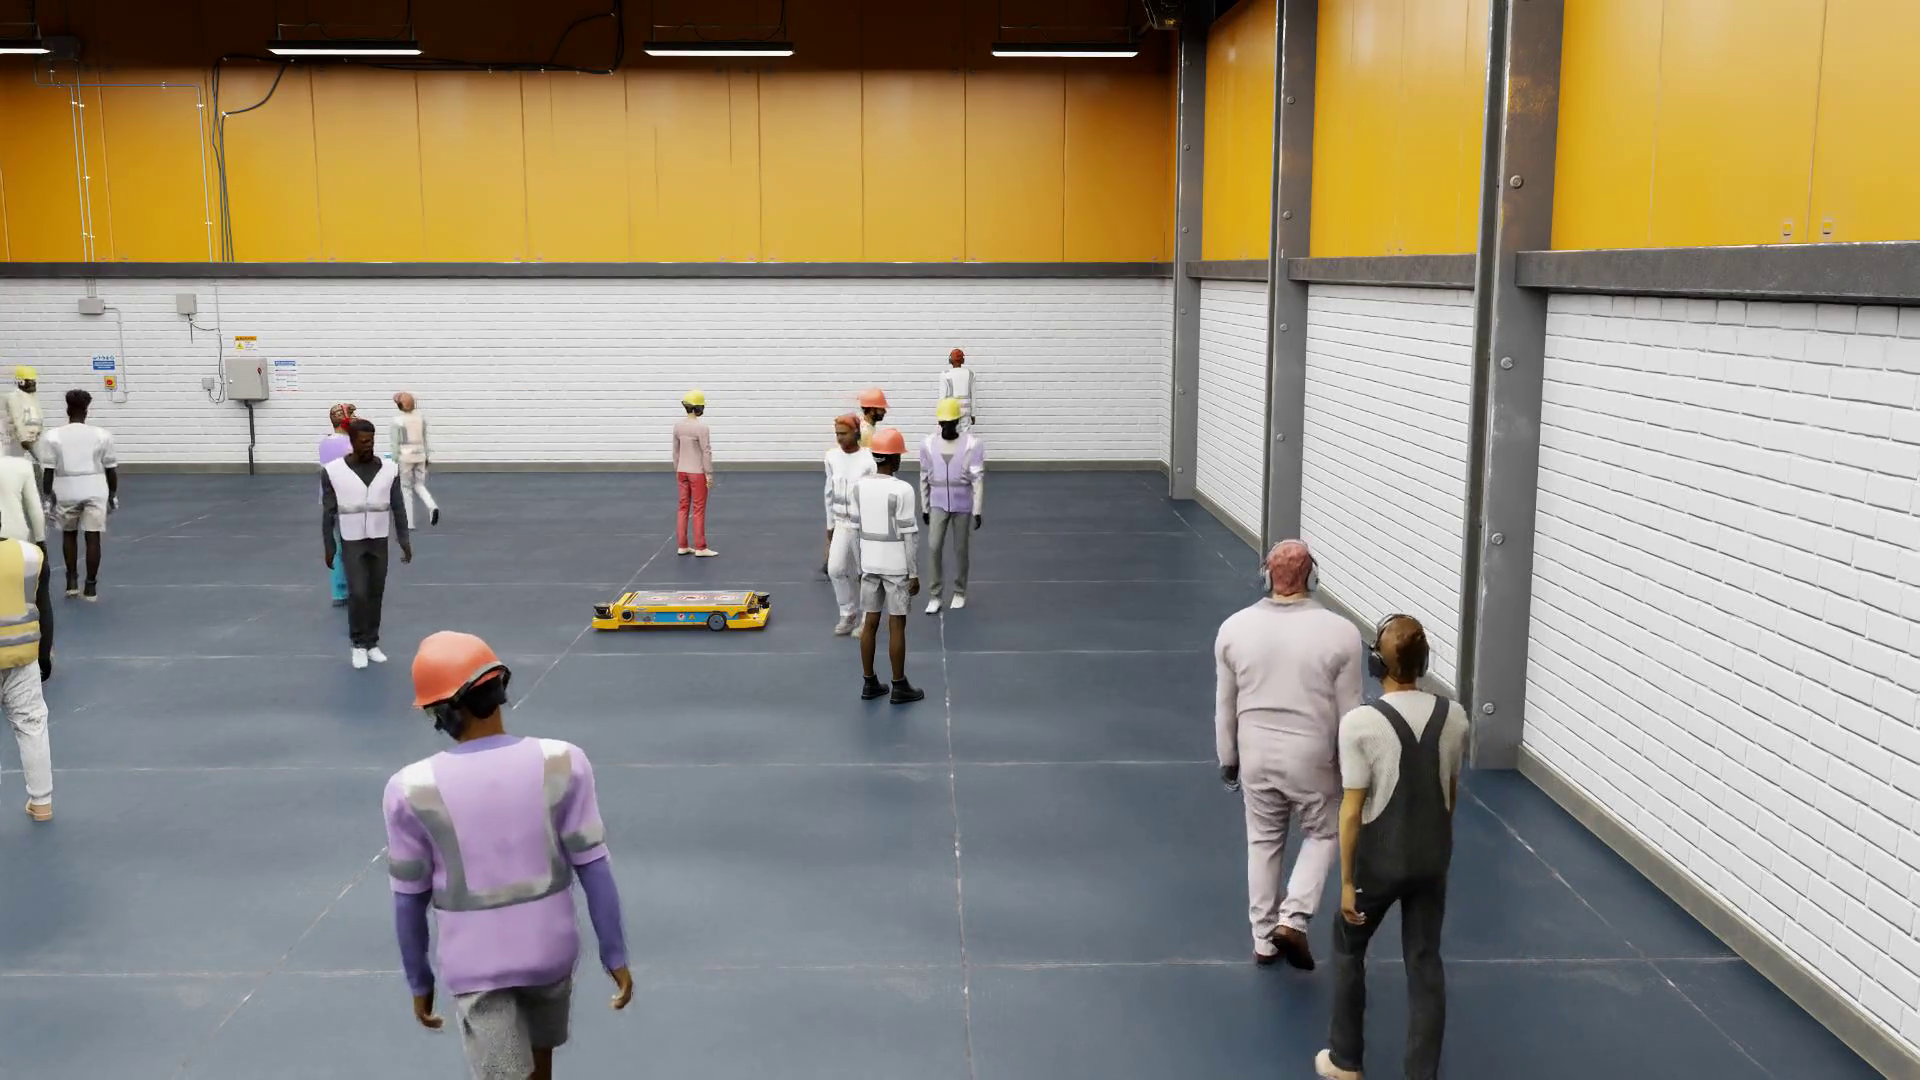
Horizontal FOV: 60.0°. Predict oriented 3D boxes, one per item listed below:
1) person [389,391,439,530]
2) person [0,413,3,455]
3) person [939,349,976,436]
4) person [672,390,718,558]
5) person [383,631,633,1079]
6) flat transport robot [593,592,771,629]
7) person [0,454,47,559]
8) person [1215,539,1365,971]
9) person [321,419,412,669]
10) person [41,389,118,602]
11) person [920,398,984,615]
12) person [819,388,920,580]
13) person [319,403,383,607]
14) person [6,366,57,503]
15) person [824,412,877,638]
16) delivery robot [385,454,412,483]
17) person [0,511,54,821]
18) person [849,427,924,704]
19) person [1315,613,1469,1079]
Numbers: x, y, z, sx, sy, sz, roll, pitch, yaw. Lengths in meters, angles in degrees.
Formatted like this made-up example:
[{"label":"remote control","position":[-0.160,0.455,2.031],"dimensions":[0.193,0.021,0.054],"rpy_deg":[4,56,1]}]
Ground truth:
[{"label":"person","position":[-6.338,-0.911,19.258],"dimensions":[0.481,1.622,0.536],"rpy_deg":[6,11,35]},{"label":"person","position":[-10.488,-0.811,17.951],"dimensions":[0.331,1.864,0.509],"rpy_deg":[0,9,0]},{"label":"person","position":[-0.038,-1.826,24.105],"dimensions":[0.574,1.881,0.357],"rpy_deg":[-4,10,-21]},{"label":"person","position":[-2.801,-0.701,17.559],"dimensions":[0.528,1.767,0.330],"rpy_deg":[7,12,38]},{"label":"person","position":[-1.348,1.247,5.012],"dimensions":[0.678,1.967,1.065],"rpy_deg":[-4,10,-25]},{"label":"flat transport robot","position":[-2.364,0.590,14.218],"dimensions":[1.431,0.197,0.652],"rpy_deg":[0,9,-1]},{"label":"person","position":[-7.192,0.034,12.475],"dimensions":[0.672,1.959,0.697],"rpy_deg":[-8,12,-41]},{"label":"person","position":[1.407,0.936,7.146],"dimensions":[0.664,1.887,0.464],"rpy_deg":[5,10,28]},{"label":"person","position":[-4.513,0.025,12.696],"dimensions":[0.614,1.897,0.591],"rpy_deg":[-8,12,-40]},{"label":"person","position":[-8.099,-0.422,15.329],"dimensions":[0.628,1.933,0.748],"rpy_deg":[-5,10,-27]},{"label":"person","position":[-0.087,-0.291,14.648],"dimensions":[0.597,1.898,0.785],"rpy_deg":[2,9,10]},{"label":"person","position":[-0.916,-0.531,16.148],"dimensions":[0.958,1.898,0.544],"rpy_deg":[-2,10,-14]},{"label":"person","position":[-5.483,-0.295,14.827],"dimensions":[0.566,1.846,0.389],"rpy_deg":[7,12,38]},{"label":"person","position":[-12.021,-1.346,21.483],"dimensions":[0.887,1.787,0.616],"rpy_deg":[0,9,0]},{"label":"person","position":[-0.871,-0.115,13.658],"dimensions":[0.615,1.865,0.465],"rpy_deg":[4,10,25]},{"label":"delivery robot","position":[-7.635,-0.914,22.283],"dimensions":[0.707,0.478,0.477],"rpy_deg":[-1,9,-7]},{"label":"person","position":[-5.231,0.660,8.989],"dimensions":[0.429,1.845,0.621],"rpy_deg":[8,12,39]},{"label":"person","position":[-0.505,0.180,11.636],"dimensions":[0.545,1.938,0.359],"rpy_deg":[6,11,33]},{"label":"person","position":[1.544,1.159,5.996],"dimensions":[0.510,1.821,0.716],"rpy_deg":[-2,9,-11]}]
